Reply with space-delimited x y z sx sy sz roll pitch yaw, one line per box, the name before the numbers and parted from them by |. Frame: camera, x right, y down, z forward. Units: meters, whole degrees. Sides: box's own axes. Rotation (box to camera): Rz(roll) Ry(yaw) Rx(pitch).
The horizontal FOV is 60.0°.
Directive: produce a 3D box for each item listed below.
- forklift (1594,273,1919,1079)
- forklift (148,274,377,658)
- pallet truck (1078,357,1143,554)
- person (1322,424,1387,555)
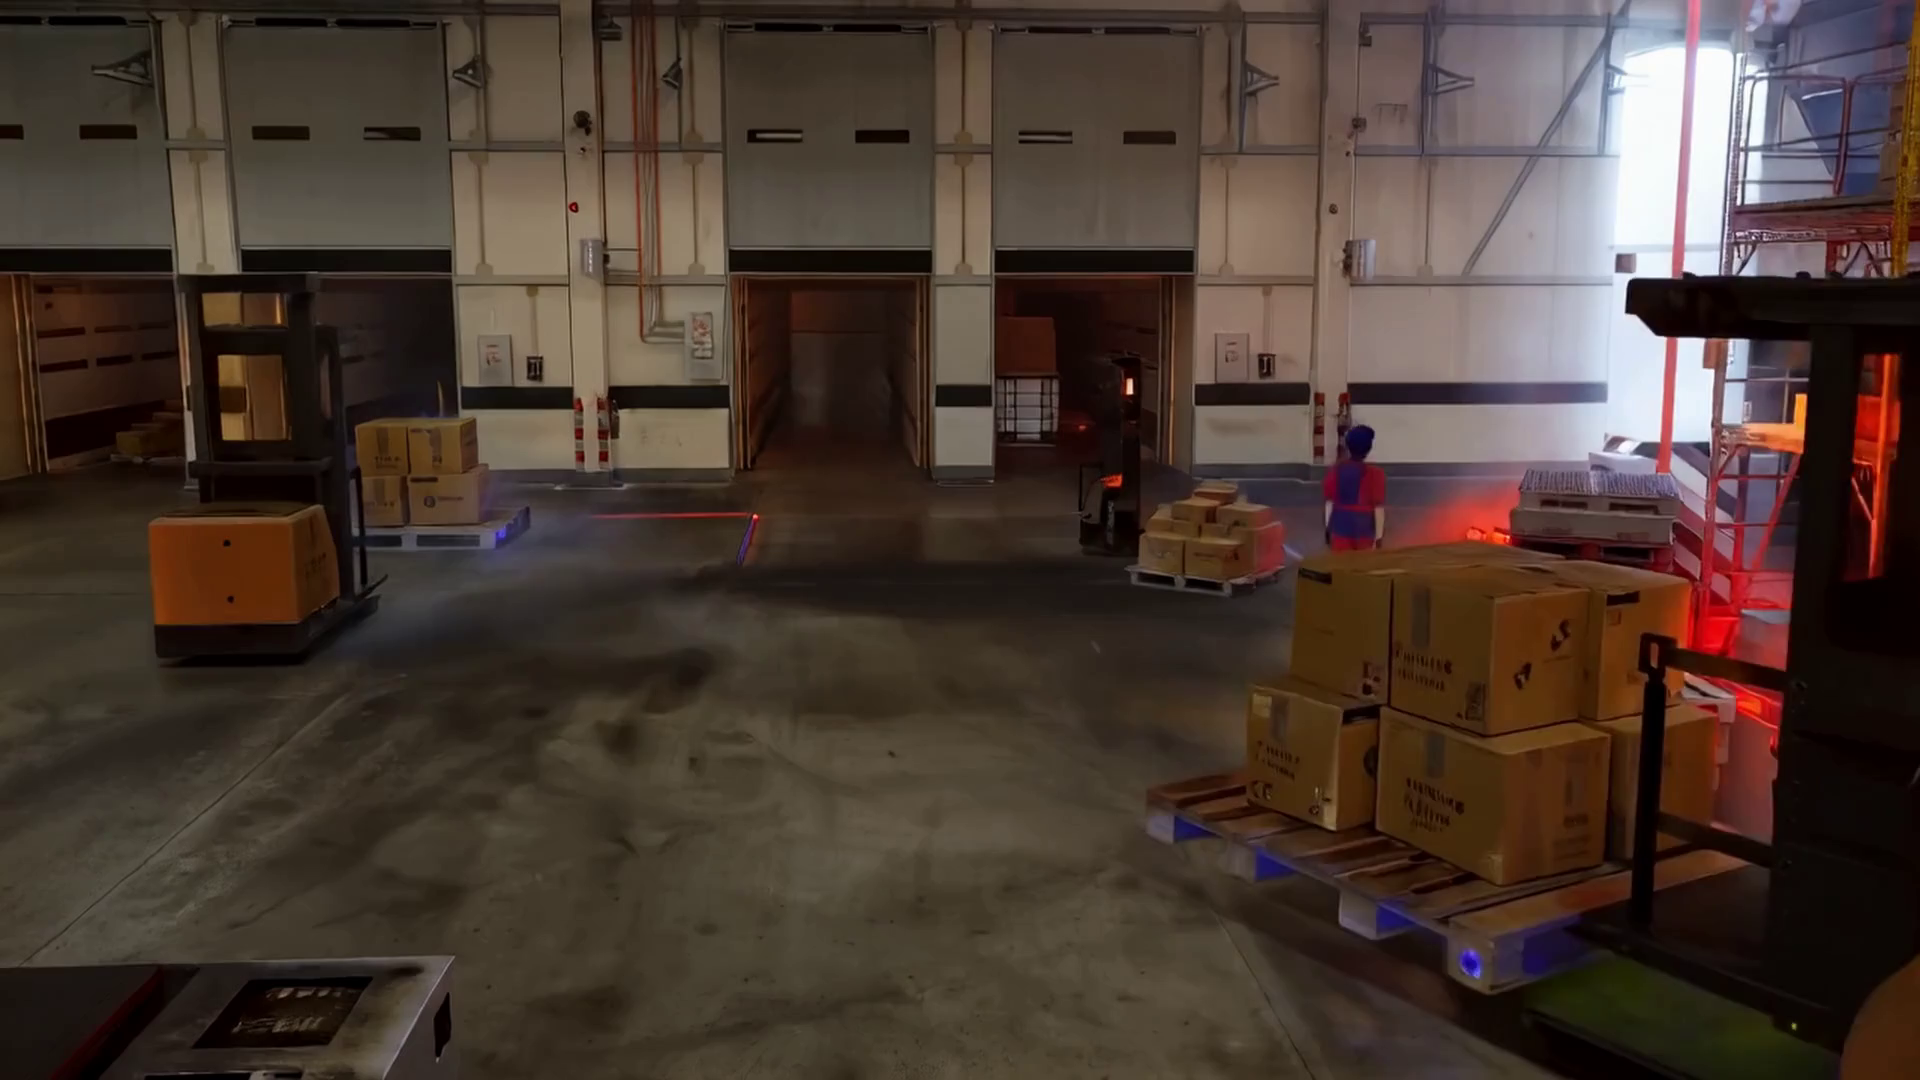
forklift | 3.113 0.608 4.931 1.129 2.768 1.873 -5 11 -30
forklift | -5.346 -0.626 12.680 1.129 2.768 1.873 -1 9 -4
pallet truck | 2.088 -0.836 16.757 1.885 1.965 0.823 2 9 13
person | 3.011 -0.051 12.829 0.439 1.683 0.539 -8 12 -42
